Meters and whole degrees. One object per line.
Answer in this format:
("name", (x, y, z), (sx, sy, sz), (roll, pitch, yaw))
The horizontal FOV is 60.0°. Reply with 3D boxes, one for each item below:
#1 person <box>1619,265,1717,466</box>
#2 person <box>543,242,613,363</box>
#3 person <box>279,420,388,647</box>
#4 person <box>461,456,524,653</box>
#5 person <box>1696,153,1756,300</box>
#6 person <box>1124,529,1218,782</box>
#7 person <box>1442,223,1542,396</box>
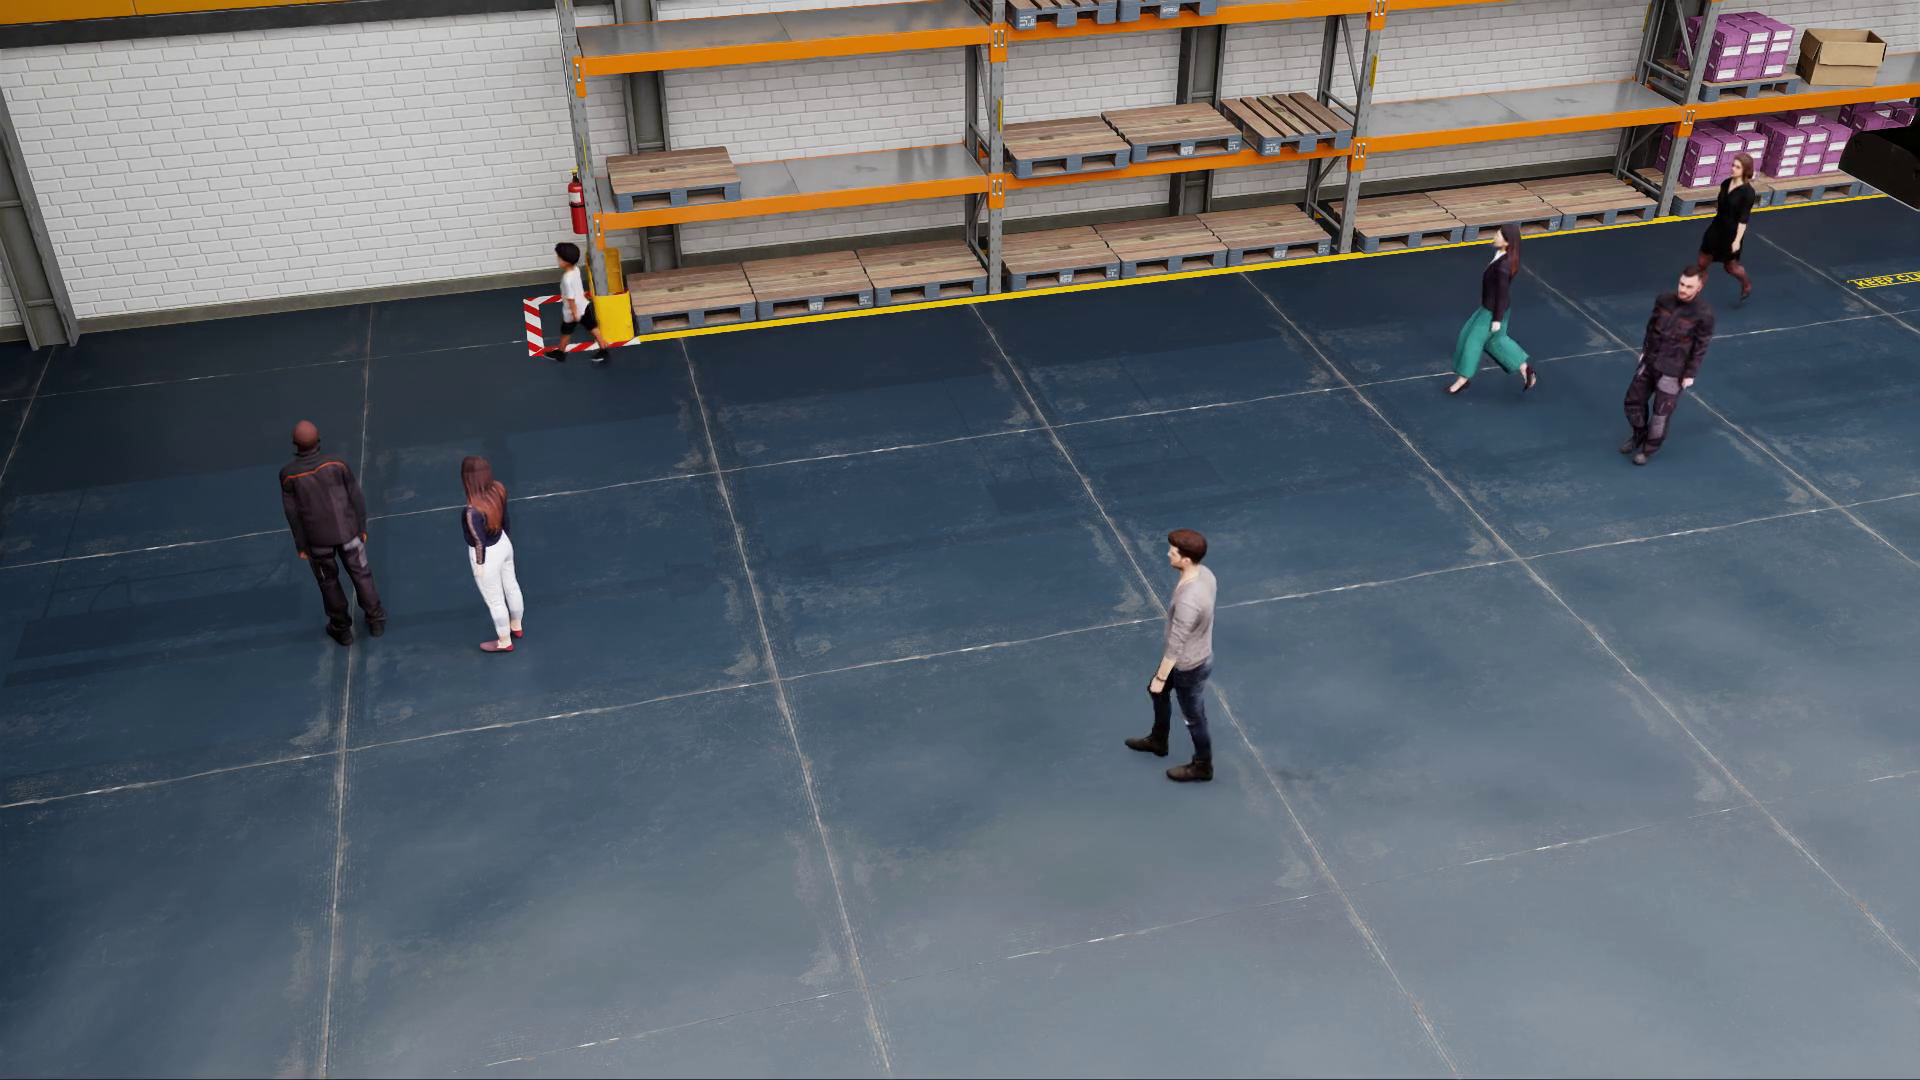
("person", (6.062, -1.524, 14.154), (0.818, 1.841, 0.836), (-24, 40, -31))
("person", (-3.577, -2.221, 15.758), (0.943, 1.228, 0.751), (7, 34, 11))
("person", (-4.520, -0.052, 11.954), (0.603, 1.826, 0.800), (-16, 37, -22))
("person", (-3.378, 0.094, 11.931), (0.696, 1.608, 0.684), (9, 35, 13))
("person", (7.706, -3.031, 16.571), (1.064, 1.676, 0.666), (-13, 36, -18))
("person", (1.549, 0.786, 10.640), (0.981, 1.884, 0.892), (4, 34, 6))
("person", (4.914, -2.034, 15.042), (1.127, 1.708, 1.008), (13, 36, 19))
